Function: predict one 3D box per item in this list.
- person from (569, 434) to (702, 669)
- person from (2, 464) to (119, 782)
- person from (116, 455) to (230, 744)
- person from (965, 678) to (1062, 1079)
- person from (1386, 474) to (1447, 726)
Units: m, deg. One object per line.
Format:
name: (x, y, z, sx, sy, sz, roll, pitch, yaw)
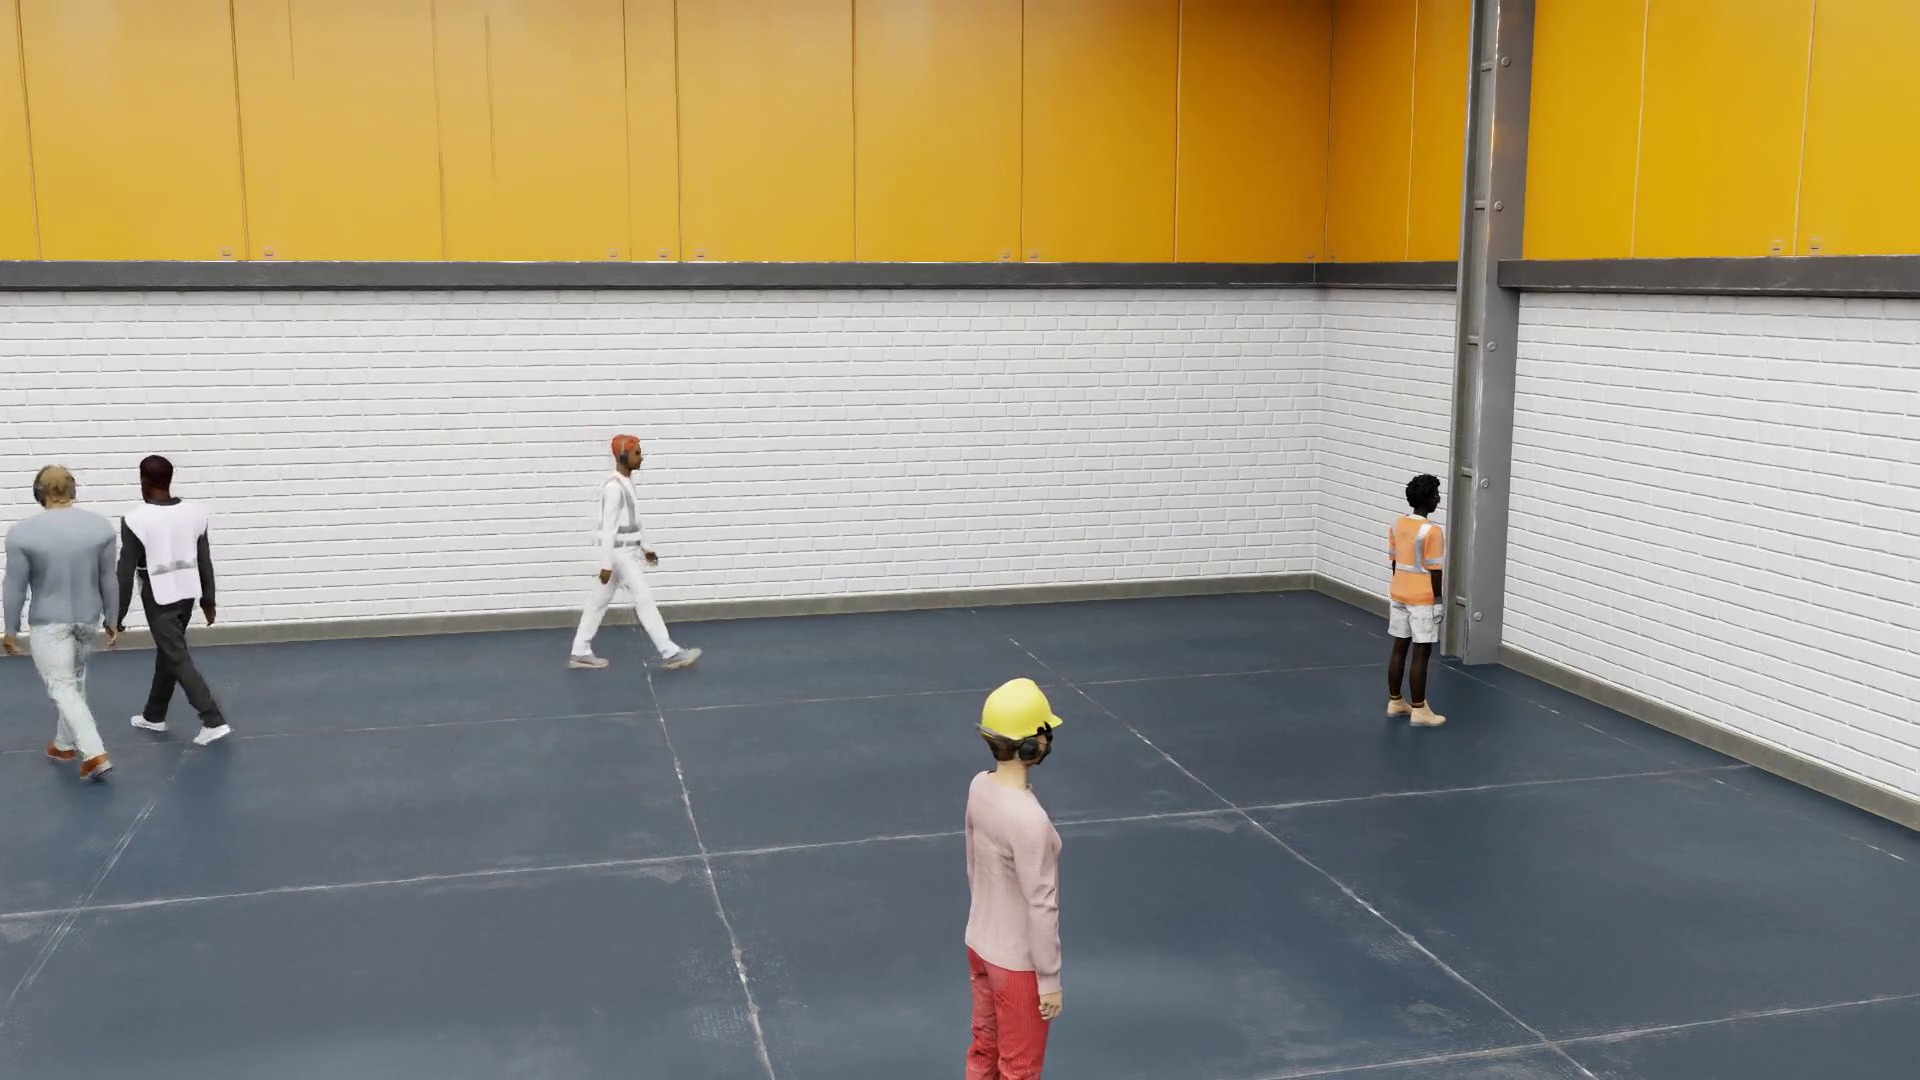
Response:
person: (-2.543, 0.102, 12.699, 1.033, 1.824, 0.577, -1, 9, -8)
person: (-5.374, 0.487, 10.015, 0.920, 1.903, 0.640, 6, 11, 32)
person: (-5.127, 0.384, 10.784, 0.999, 1.873, 0.608, 4, 10, 25)
person: (0.181, 1.310, 5.291, 0.306, 1.772, 0.525, -4, 10, -23)
person: (3.083, 0.400, 11.198, 0.317, 1.696, 0.539, -3, 10, -19)
